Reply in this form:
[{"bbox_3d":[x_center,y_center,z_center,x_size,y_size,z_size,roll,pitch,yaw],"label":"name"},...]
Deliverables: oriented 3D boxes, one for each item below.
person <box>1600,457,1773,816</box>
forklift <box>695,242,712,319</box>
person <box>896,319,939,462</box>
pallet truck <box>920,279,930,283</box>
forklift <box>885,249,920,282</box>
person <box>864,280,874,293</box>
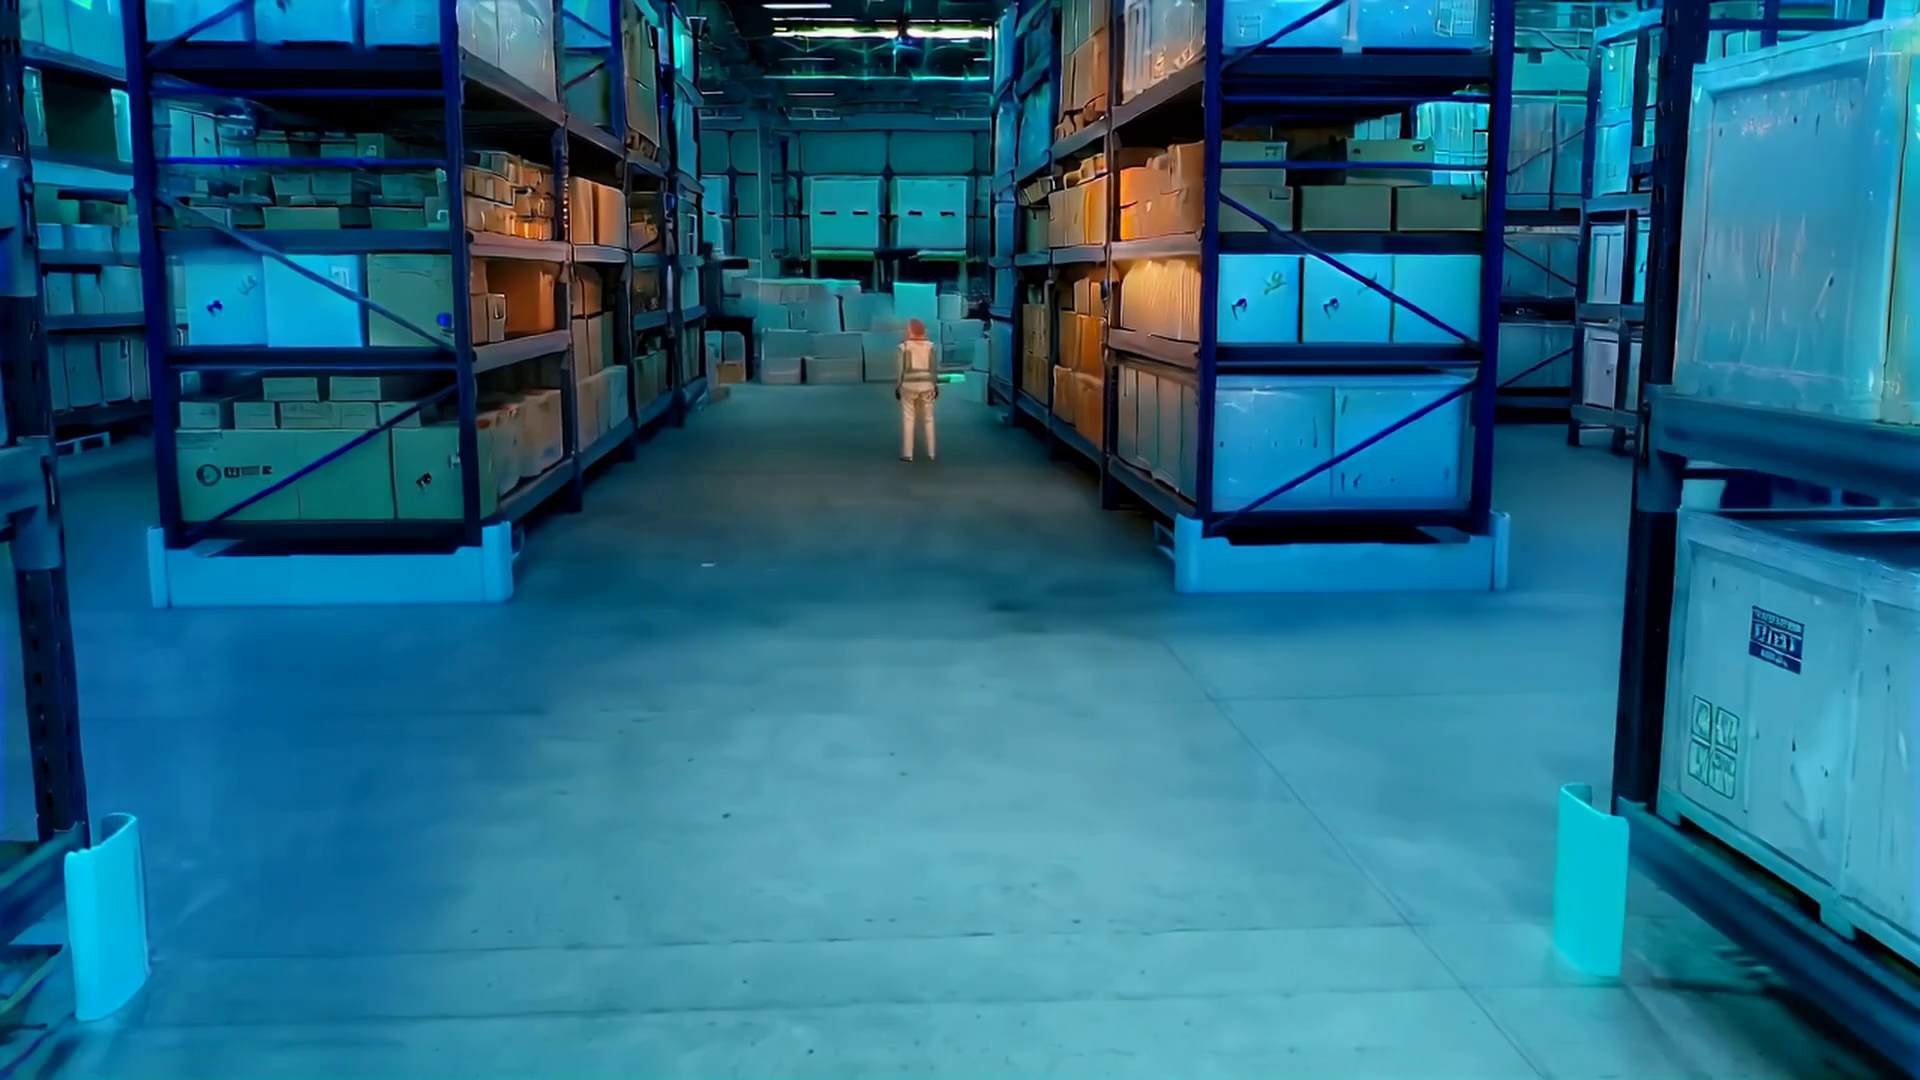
[{"bbox_3d":[2.956,0.175,6.342,0.817,1.893,0.598,2,9,13],"label":"person"},{"bbox_3d":[-5.578,-5.046,36.014,1.873,2.768,1.129,-1,9,-4],"label":"forklift"},{"bbox_3d":[-0.477,-1.698,18.924,0.507,1.630,0.316,-3,10,-20],"label":"person"},{"bbox_3d":[-0.932,-8.922,63.114,1.885,1.965,0.823,2,9,13],"label":"pallet truck"},{"bbox_3d":[-1.572,-6.537,45.376,1.129,2.768,1.873,3,9,16],"label":"forklift"},{"bbox_3d":[-3.175,-8.047,57.808,0.352,1.937,0.635,-3,9,-16],"label":"person"}]
